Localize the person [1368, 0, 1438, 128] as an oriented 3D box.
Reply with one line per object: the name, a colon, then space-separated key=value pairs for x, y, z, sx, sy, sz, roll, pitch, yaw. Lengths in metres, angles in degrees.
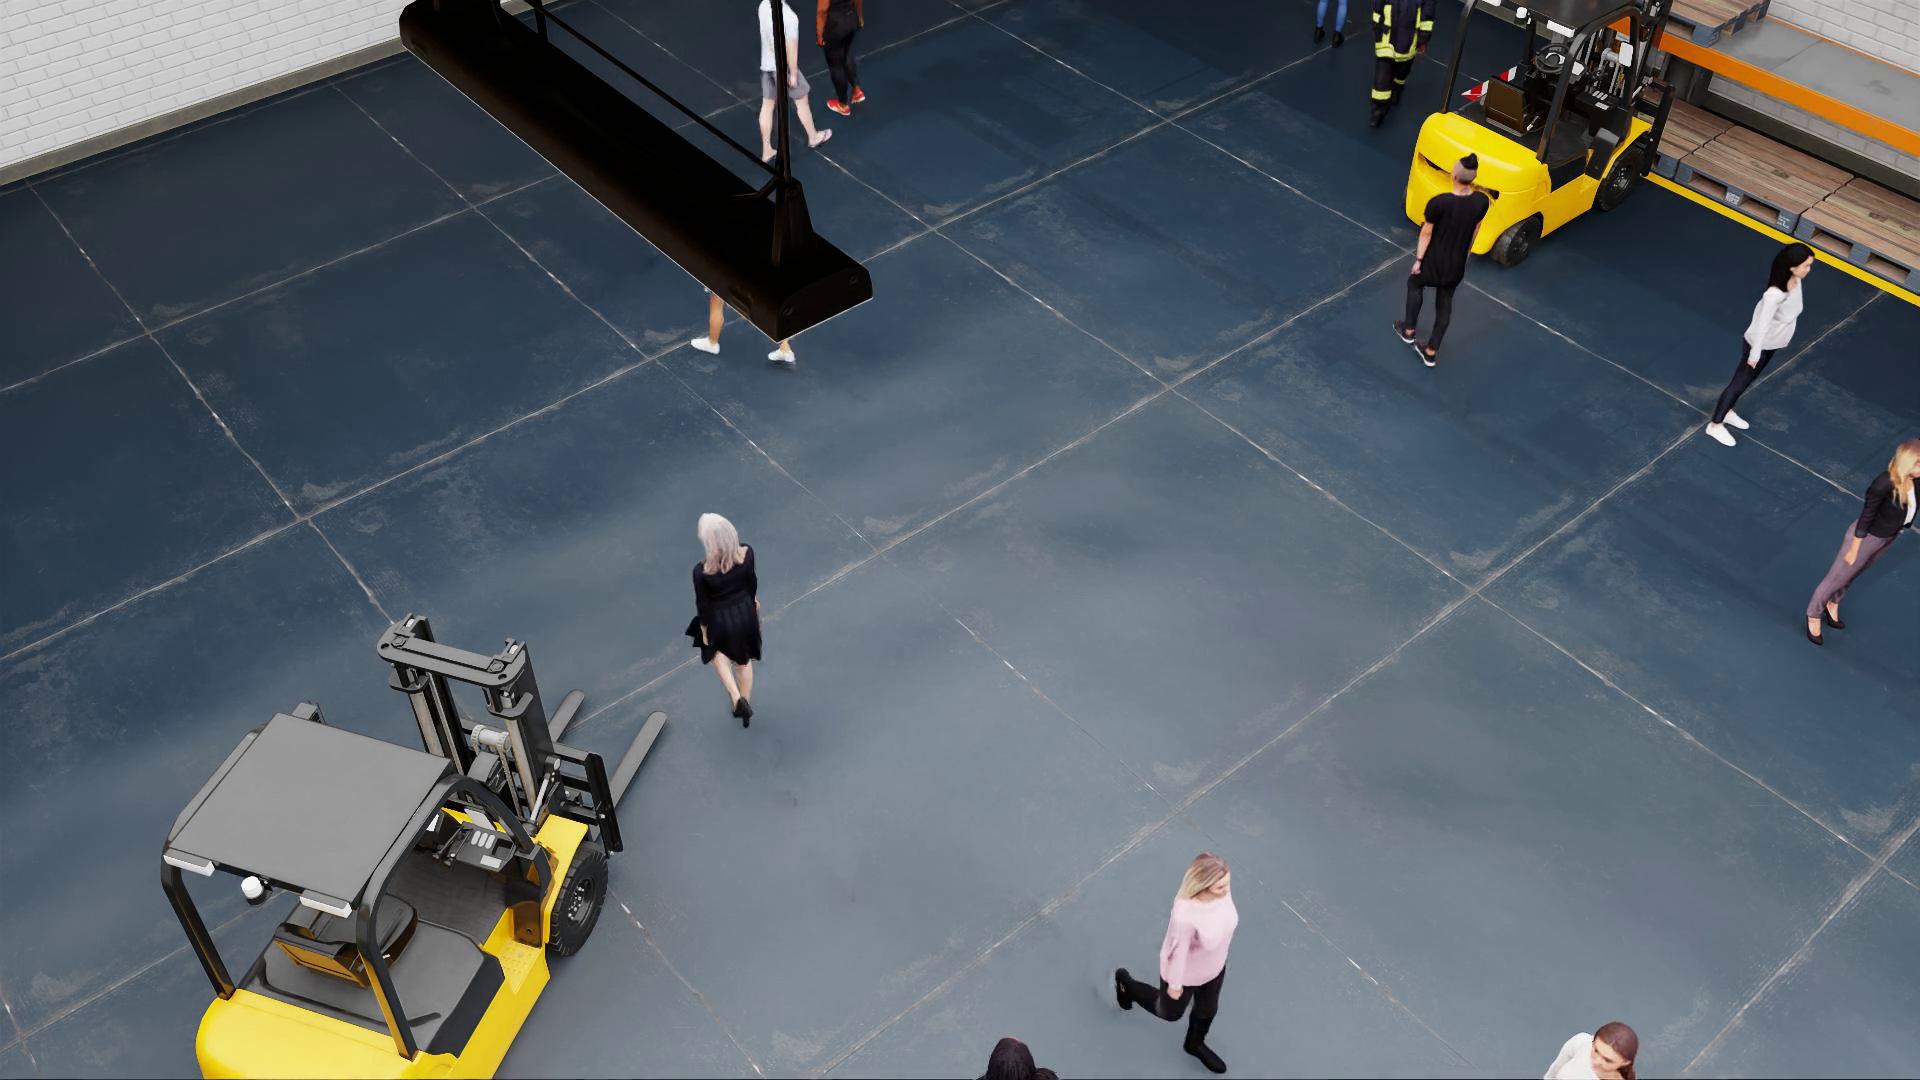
person: x=4.254 y=-4.948 z=15.952 sx=1.254 sy=1.788 sz=1.215 roll=12 pitch=45 yaw=12

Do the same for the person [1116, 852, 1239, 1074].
person: x=1.131 y=2.134 z=8.604 sx=0.608 sy=1.669 sz=0.951 roll=-33 pitch=53 yaw=-30

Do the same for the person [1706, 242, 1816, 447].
person: x=5.967 y=-1.483 z=12.378 sx=0.595 sy=1.701 sz=0.654 roll=30 pitch=51 yaw=28

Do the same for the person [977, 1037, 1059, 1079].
person: x=0.247 y=2.902 z=7.777 sx=0.855 sy=1.698 sz=1.010 roll=-11 pitch=45 yaw=-12

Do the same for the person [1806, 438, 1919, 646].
person: x=5.913 y=-0.005 z=10.851 sx=0.618 sy=1.668 sz=0.558 roll=-24 pitch=49 yaw=-23

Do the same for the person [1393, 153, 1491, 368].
person: x=3.812 y=-2.158 z=12.976 sx=0.906 sy=1.853 sz=0.978 roll=-7 pitch=44 yaw=-8

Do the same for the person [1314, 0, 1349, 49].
person: x=3.889 y=-5.867 z=17.031 sx=0.603 sy=1.630 sz=0.732 roll=17 pitch=46 yaw=17

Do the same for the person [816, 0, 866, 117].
person: x=-1.089 y=-4.875 z=15.861 sx=0.725 sy=1.807 sz=0.738 roll=32 pitch=52 yaw=29

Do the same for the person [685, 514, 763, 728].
person: x=-1.374 y=0.556 z=10.212 sx=0.679 sy=1.737 sz=0.727 roll=-21 pitch=48 yaw=-21

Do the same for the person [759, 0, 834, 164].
person: x=-1.724 y=-4.287 z=15.251 sx=0.971 sy=1.799 sz=0.794 roll=31 pitch=52 yaw=28

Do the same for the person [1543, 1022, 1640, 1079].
person: x=2.918 y=2.782 z=7.910 sx=0.719 sy=1.688 sz=0.559 roll=-17 pitch=46 yaw=-17
